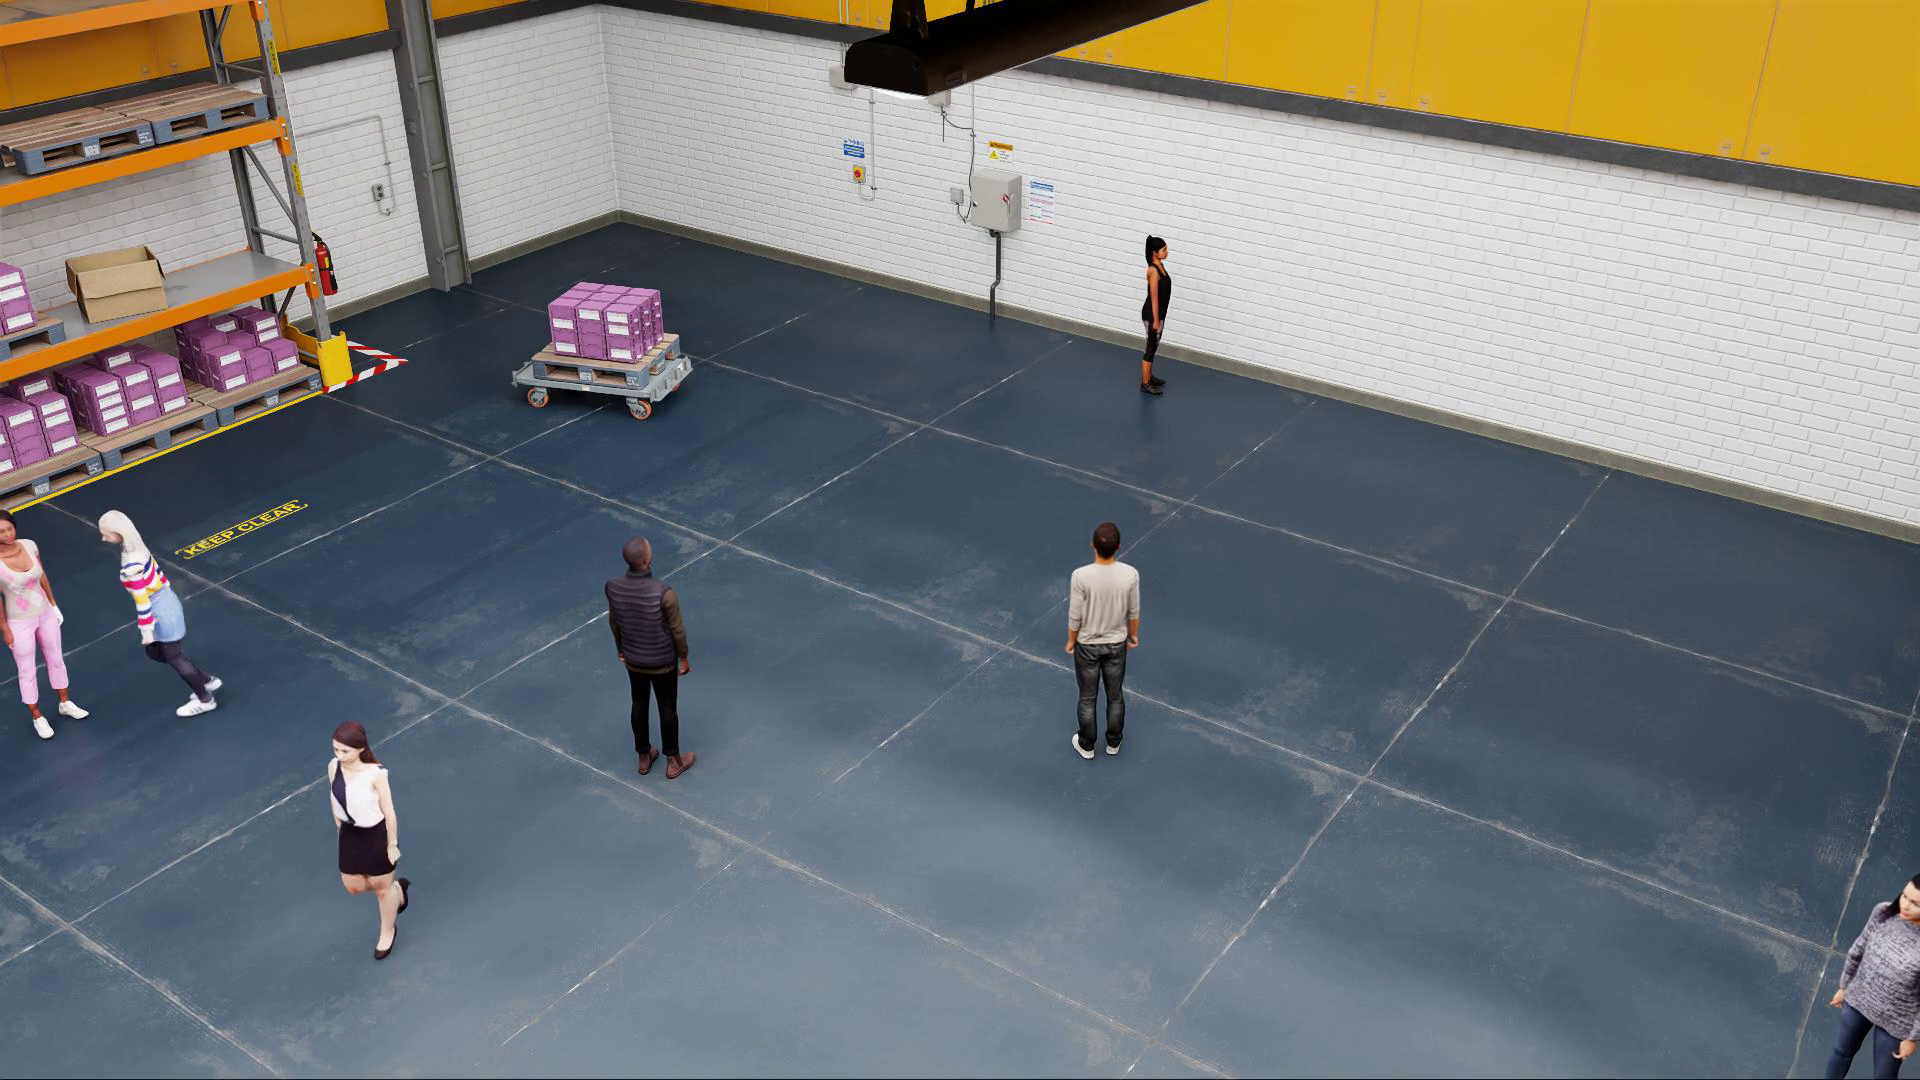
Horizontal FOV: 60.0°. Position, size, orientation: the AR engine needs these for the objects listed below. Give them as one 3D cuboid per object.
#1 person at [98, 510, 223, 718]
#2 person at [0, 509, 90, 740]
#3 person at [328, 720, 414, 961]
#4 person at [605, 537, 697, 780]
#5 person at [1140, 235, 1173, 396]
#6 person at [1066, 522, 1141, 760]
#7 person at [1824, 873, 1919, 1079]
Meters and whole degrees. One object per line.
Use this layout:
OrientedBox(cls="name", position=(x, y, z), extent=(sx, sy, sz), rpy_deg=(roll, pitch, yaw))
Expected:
OrientedBox(cls="person", position=(-5.630, 0.506, 11.833), extent=(0.895, 1.770, 0.850), rpy_deg=(-8, 30, -15))
OrientedBox(cls="person", position=(-6.576, 0.565, 11.756), extent=(0.656, 1.741, 0.466), rpy_deg=(15, 32, 26))
OrientedBox(cls="person", position=(-3.421, 1.713, 9.758), extent=(0.702, 1.640, 0.789), rpy_deg=(7, 29, 12))
OrientedBox(cls="person", position=(-2.098, 0.792, 11.241), extent=(0.758, 1.836, 0.693), rpy_deg=(8, 30, 15))
OrientedBox(cls="person", position=(2.004, -2.339, 17.164), extent=(0.707, 1.661, 0.574), rpy_deg=(5, 29, 10))
OrientedBox(cls="person", position=(0.981, 0.696, 11.442), extent=(0.728, 1.812, 0.779), rpy_deg=(-4, 29, -7))
OrientedBox(cls="person", position=(4.695, 2.376, 8.446), extent=(0.687, 1.732, 0.690), rpy_deg=(-13, 31, -22))
